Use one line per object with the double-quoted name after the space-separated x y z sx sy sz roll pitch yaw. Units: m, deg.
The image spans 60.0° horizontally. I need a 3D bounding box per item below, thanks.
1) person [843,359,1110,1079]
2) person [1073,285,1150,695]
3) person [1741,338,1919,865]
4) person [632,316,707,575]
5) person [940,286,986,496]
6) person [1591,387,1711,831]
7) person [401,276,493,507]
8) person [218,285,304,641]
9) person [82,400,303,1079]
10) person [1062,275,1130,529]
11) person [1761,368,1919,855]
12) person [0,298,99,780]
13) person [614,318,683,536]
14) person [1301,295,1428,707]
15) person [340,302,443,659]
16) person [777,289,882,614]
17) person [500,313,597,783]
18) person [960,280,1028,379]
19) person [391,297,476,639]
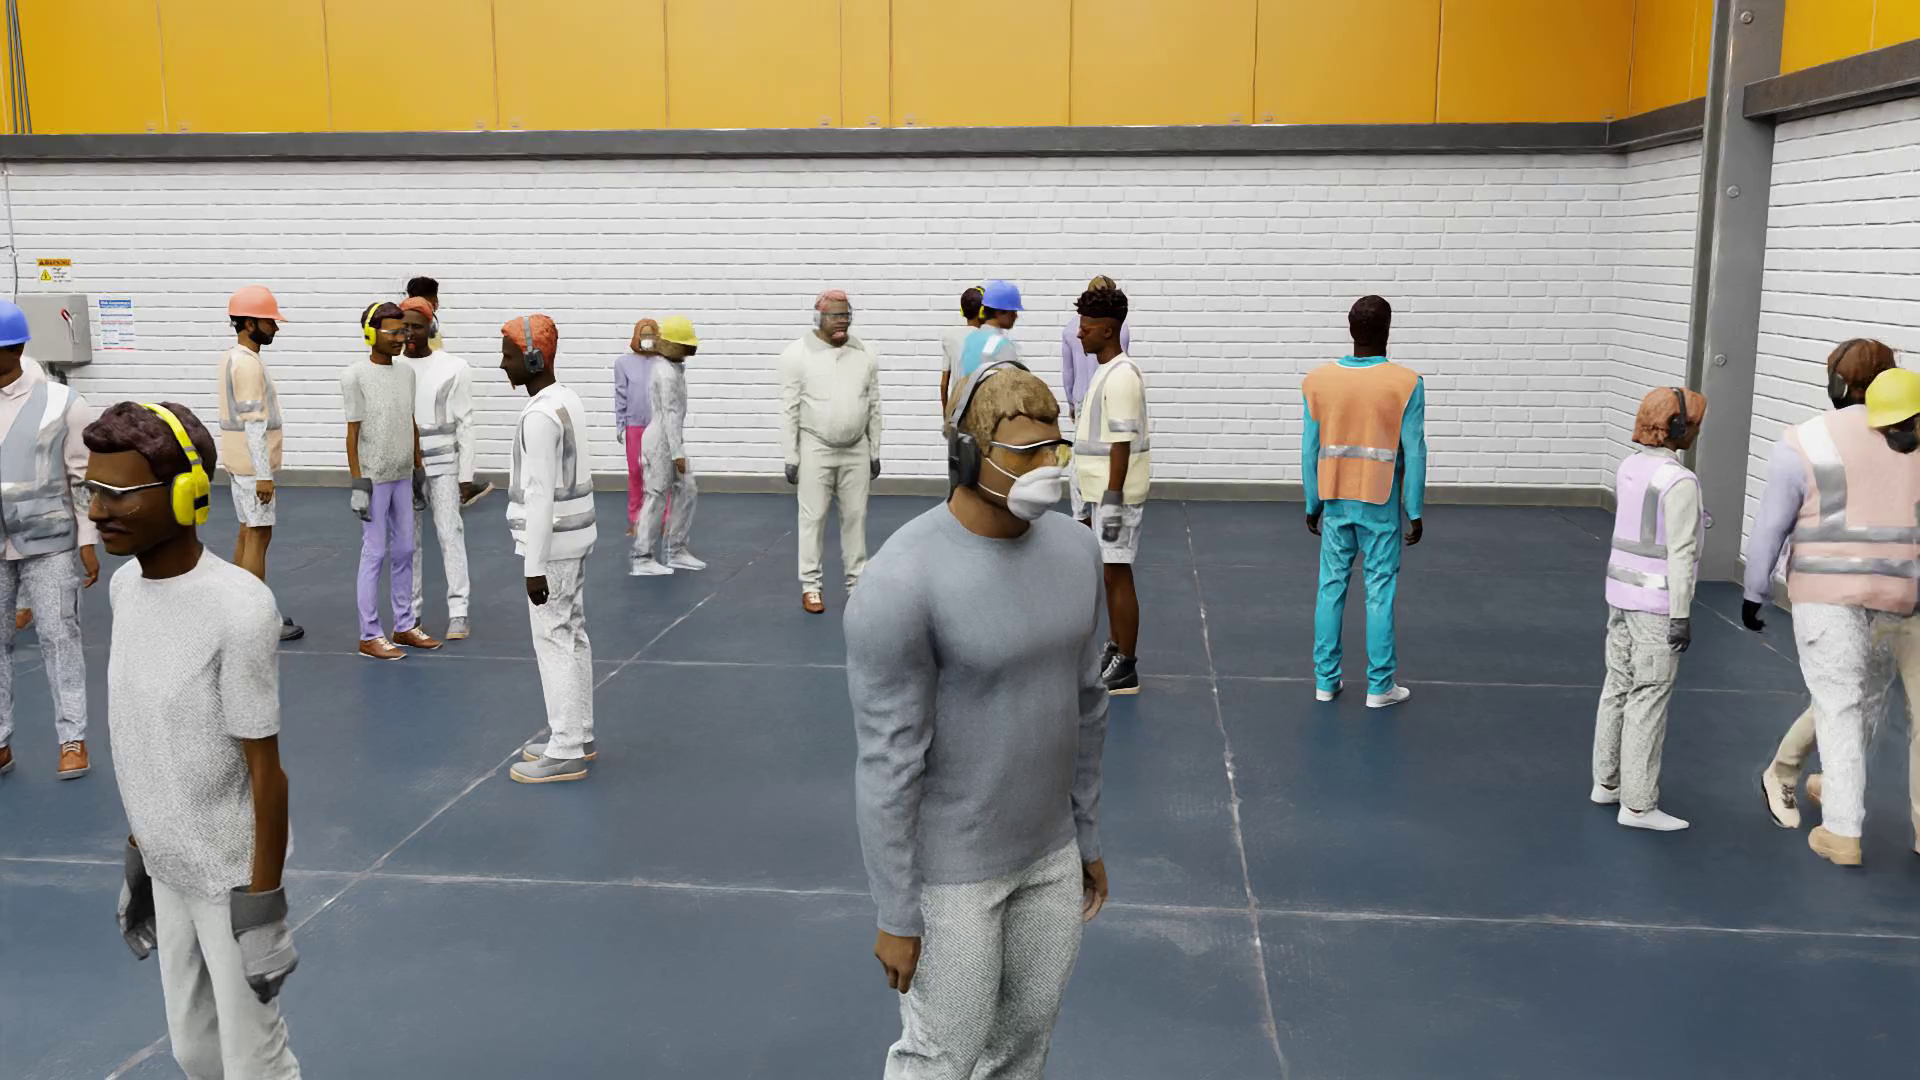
0.049 0.620 3.199 0.372 1.932 0.623 9 13 42 "person"
0.724 -0.237 8.014 0.373 1.959 0.604 0 10 -2 "person"
3.160 0.187 5.982 0.661 1.805 0.889 1 10 4 "person"
-1.888 -0.597 10.777 0.558 1.698 0.501 0 10 -2 "person"
0.098 -0.859 11.816 0.521 1.873 0.335 6 12 33 "person"
2.552 0.250 6.151 0.309 1.633 0.516 0 10 -3 "person"
-4.262 -1.161 13.417 1.017 1.906 0.631 -9 13 -41 "person"
-3.823 -0.415 9.089 0.377 1.932 0.552 -6 12 -30 "person"
-1.449 0.656 3.190 0.515 1.862 0.338 7 12 36 "person"
1.043 -1.007 12.470 0.363 1.939 0.636 -9 14 -43 "person"
3.274 0.251 5.865 0.572 1.731 0.641 1 10 6 "person"
-3.760 0.011 6.634 0.602 1.941 0.402 -3 10 -15 "person"
-2.316 -0.838 12.403 0.504 1.628 0.283 -1 10 -5 "person"
1.871 -0.174 7.757 0.592 1.919 0.392 6 12 32 "person"
-2.989 -0.309 8.704 0.325 1.862 0.509 5 11 25 "person"
-0.745 -0.519 9.796 0.633 1.898 0.402 -5 11 -26 "person"
-1.647 0.038 6.673 0.360 1.879 0.582 0 10 -2 "person"
0.184 -0.678 10.646 0.483 1.931 0.649 -5 11 -26 "person"
-2.923 -0.380 9.072 0.577 1.876 0.349 0 10 2 "person"
